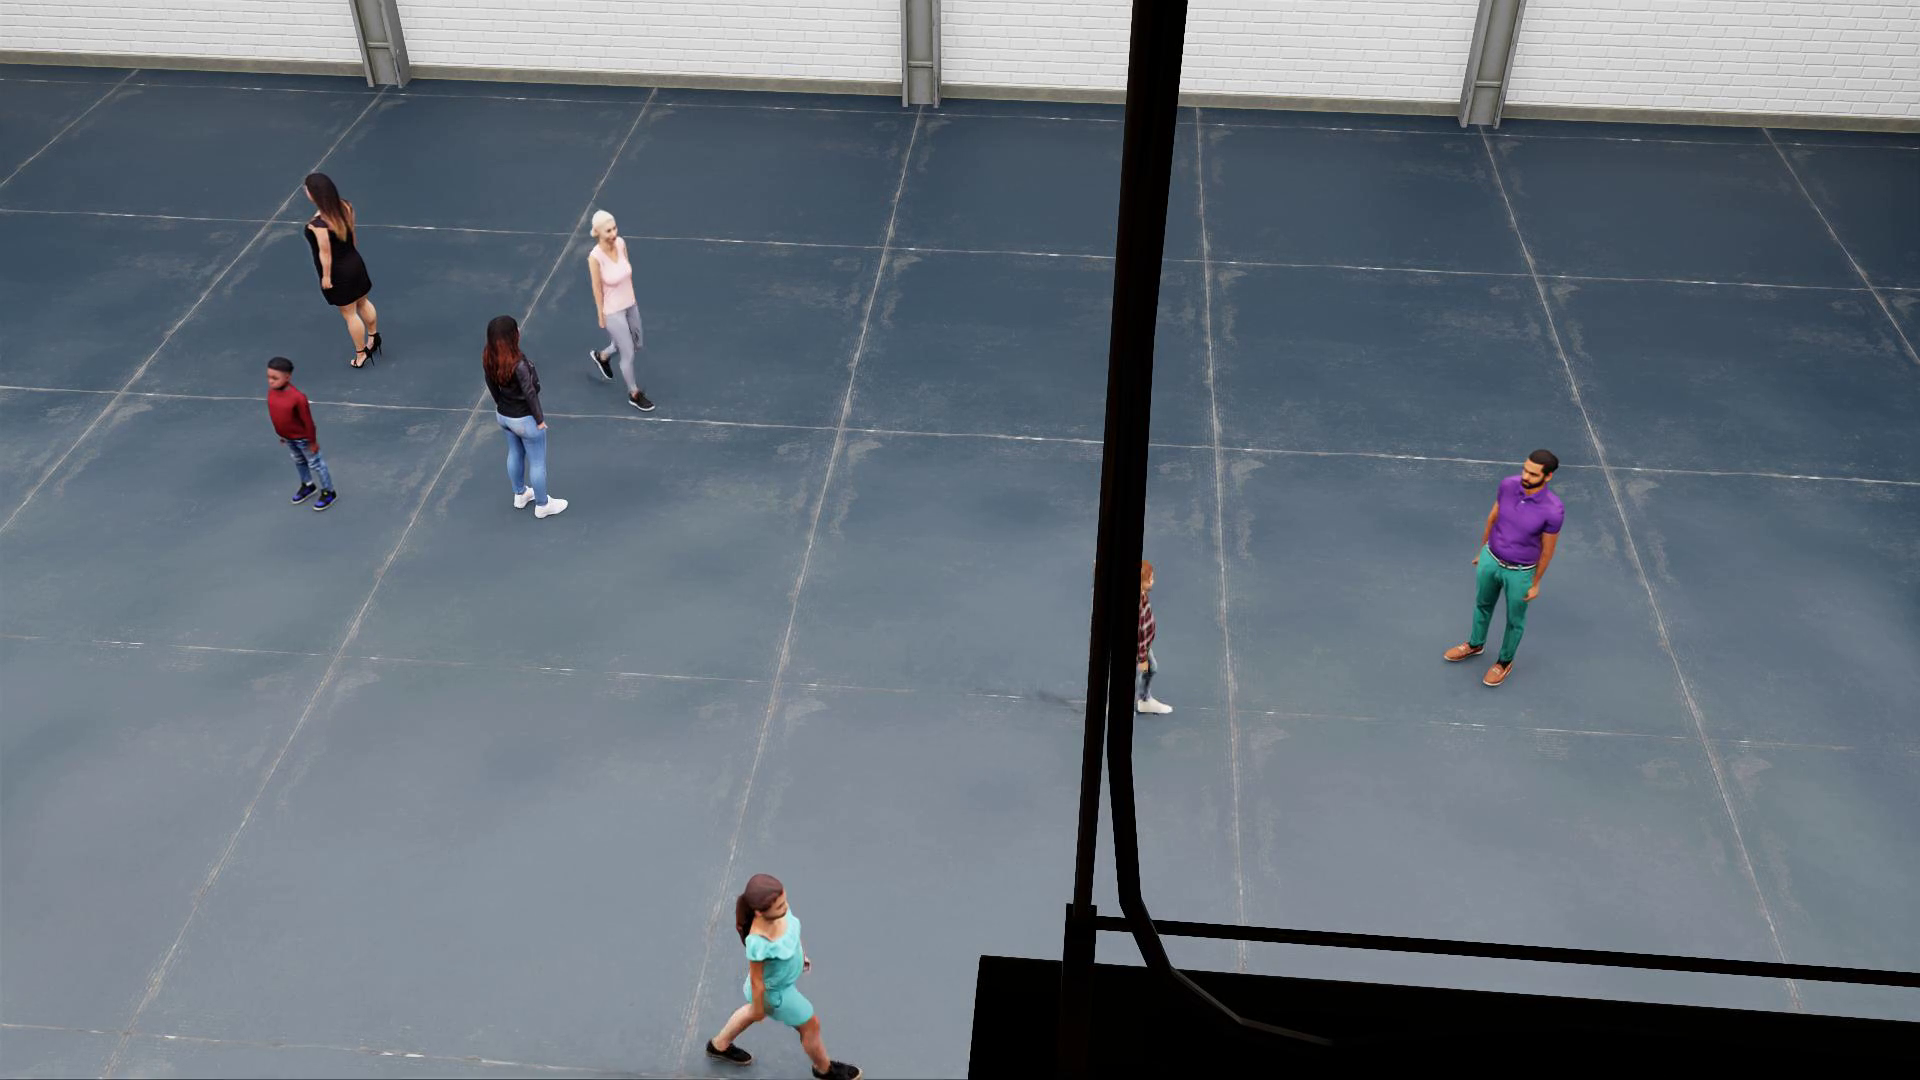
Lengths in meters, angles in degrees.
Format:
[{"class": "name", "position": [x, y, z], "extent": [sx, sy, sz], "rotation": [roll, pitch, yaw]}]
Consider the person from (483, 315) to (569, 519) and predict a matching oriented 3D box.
[{"class": "person", "position": [-3.187, -0.905, 12.043], "extent": [0.687, 1.634, 0.797], "rotation": [26, 45, 28]}]

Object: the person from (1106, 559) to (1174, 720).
[{"class": "person", "position": [1.010, 0.631, 10.393], "extent": [0.721, 1.292, 0.610], "rotation": [12, 40, 15]}]

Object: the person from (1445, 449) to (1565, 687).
[{"class": "person", "position": [3.527, 0.148, 10.618], "extent": [0.778, 1.767, 0.722], "rotation": [-26, 46, -29]}]

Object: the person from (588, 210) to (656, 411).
[{"class": "person", "position": [-2.757, -1.850, 13.166], "extent": [1.004, 1.709, 0.823], "rotation": [23, 44, 26]}]

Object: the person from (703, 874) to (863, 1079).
[{"class": "person", "position": [-0.996, 2.179, 8.268], "extent": [1.047, 1.525, 0.554], "rotation": [3, 39, 4]}]

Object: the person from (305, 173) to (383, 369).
[{"class": "person", "position": [-5.038, -2.207, 13.606], "extent": [0.626, 1.718, 0.670], "rotation": [8, 39, 9]}]

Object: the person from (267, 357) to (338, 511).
[{"class": "person", "position": [-4.865, -0.804, 12.222], "extent": [0.524, 1.253, 0.628], "rotation": [18, 42, 21]}]
